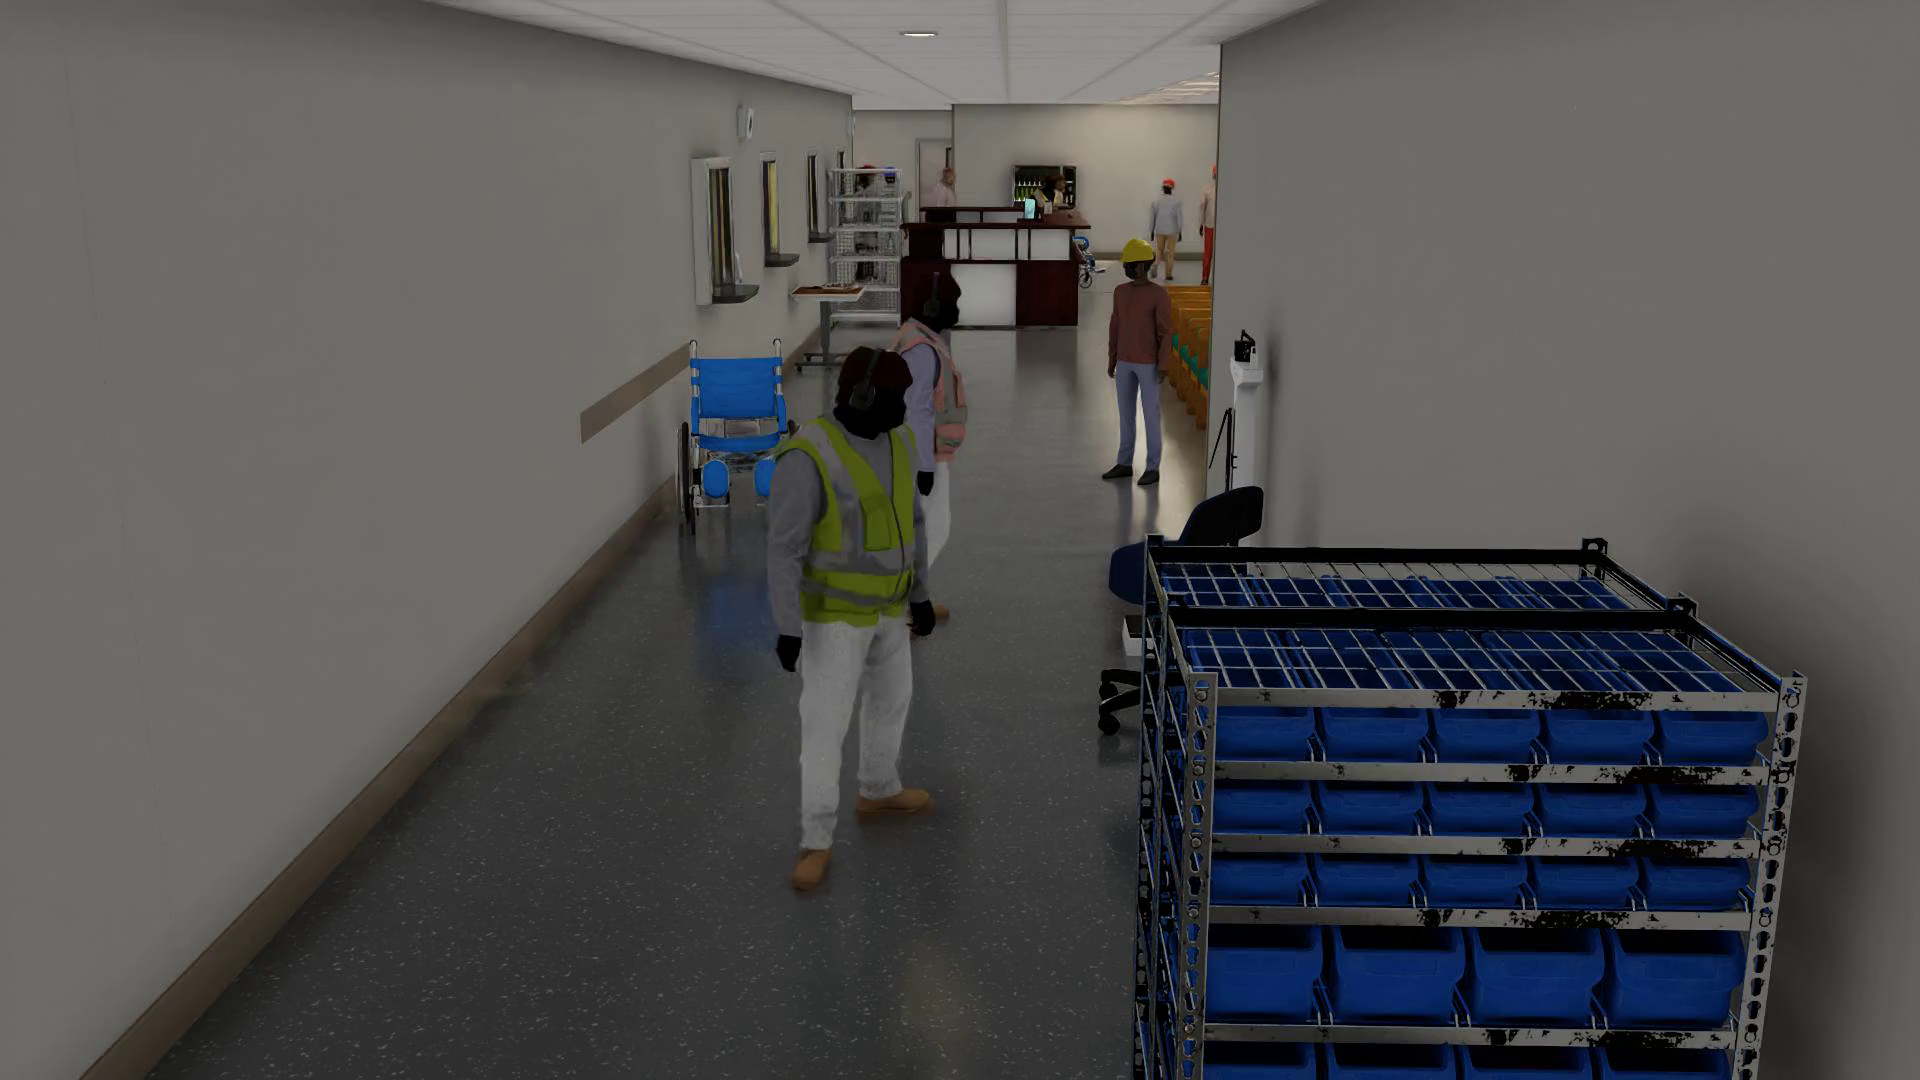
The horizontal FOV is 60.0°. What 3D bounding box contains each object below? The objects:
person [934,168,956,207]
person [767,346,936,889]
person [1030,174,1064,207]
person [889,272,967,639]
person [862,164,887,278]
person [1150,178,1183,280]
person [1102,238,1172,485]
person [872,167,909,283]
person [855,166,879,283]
[{"bbox_3d":[-0.312,-5.685,29.661,0.654,1.866,0.663,4,15,17],"label":"person"},{"bbox_3d":[-0.374,0.238,5.760,0.432,1.813,0.866,9,17,33],"label":"person"},{"bbox_3d":[1.412,-4.967,26.816,0.626,1.838,0.430,-6,15,-23],"label":"person"},{"bbox_3d":[-0.202,-0.434,8.435,0.477,1.831,0.654,-1,14,-2],"label":"person"},{"bbox_3d":[-1.522,-5.497,28.747,0.525,1.949,0.708,4,14,14],"label":"person"},{"bbox_3d":[3.500,-5.271,28.251,0.572,1.734,0.480,7,15,26],"label":"person"},{"bbox_3d":[1.272,-1.281,11.996,0.317,1.767,0.534,-13,19,-43],"label":"person"},{"bbox_3d":[-1.130,-5.114,27.199,0.605,1.939,0.420,2,14,7],"label":"person"},{"bbox_3d":[-1.624,-5.224,27.652,0.799,1.927,0.637,-1,14,-6],"label":"person"}]
